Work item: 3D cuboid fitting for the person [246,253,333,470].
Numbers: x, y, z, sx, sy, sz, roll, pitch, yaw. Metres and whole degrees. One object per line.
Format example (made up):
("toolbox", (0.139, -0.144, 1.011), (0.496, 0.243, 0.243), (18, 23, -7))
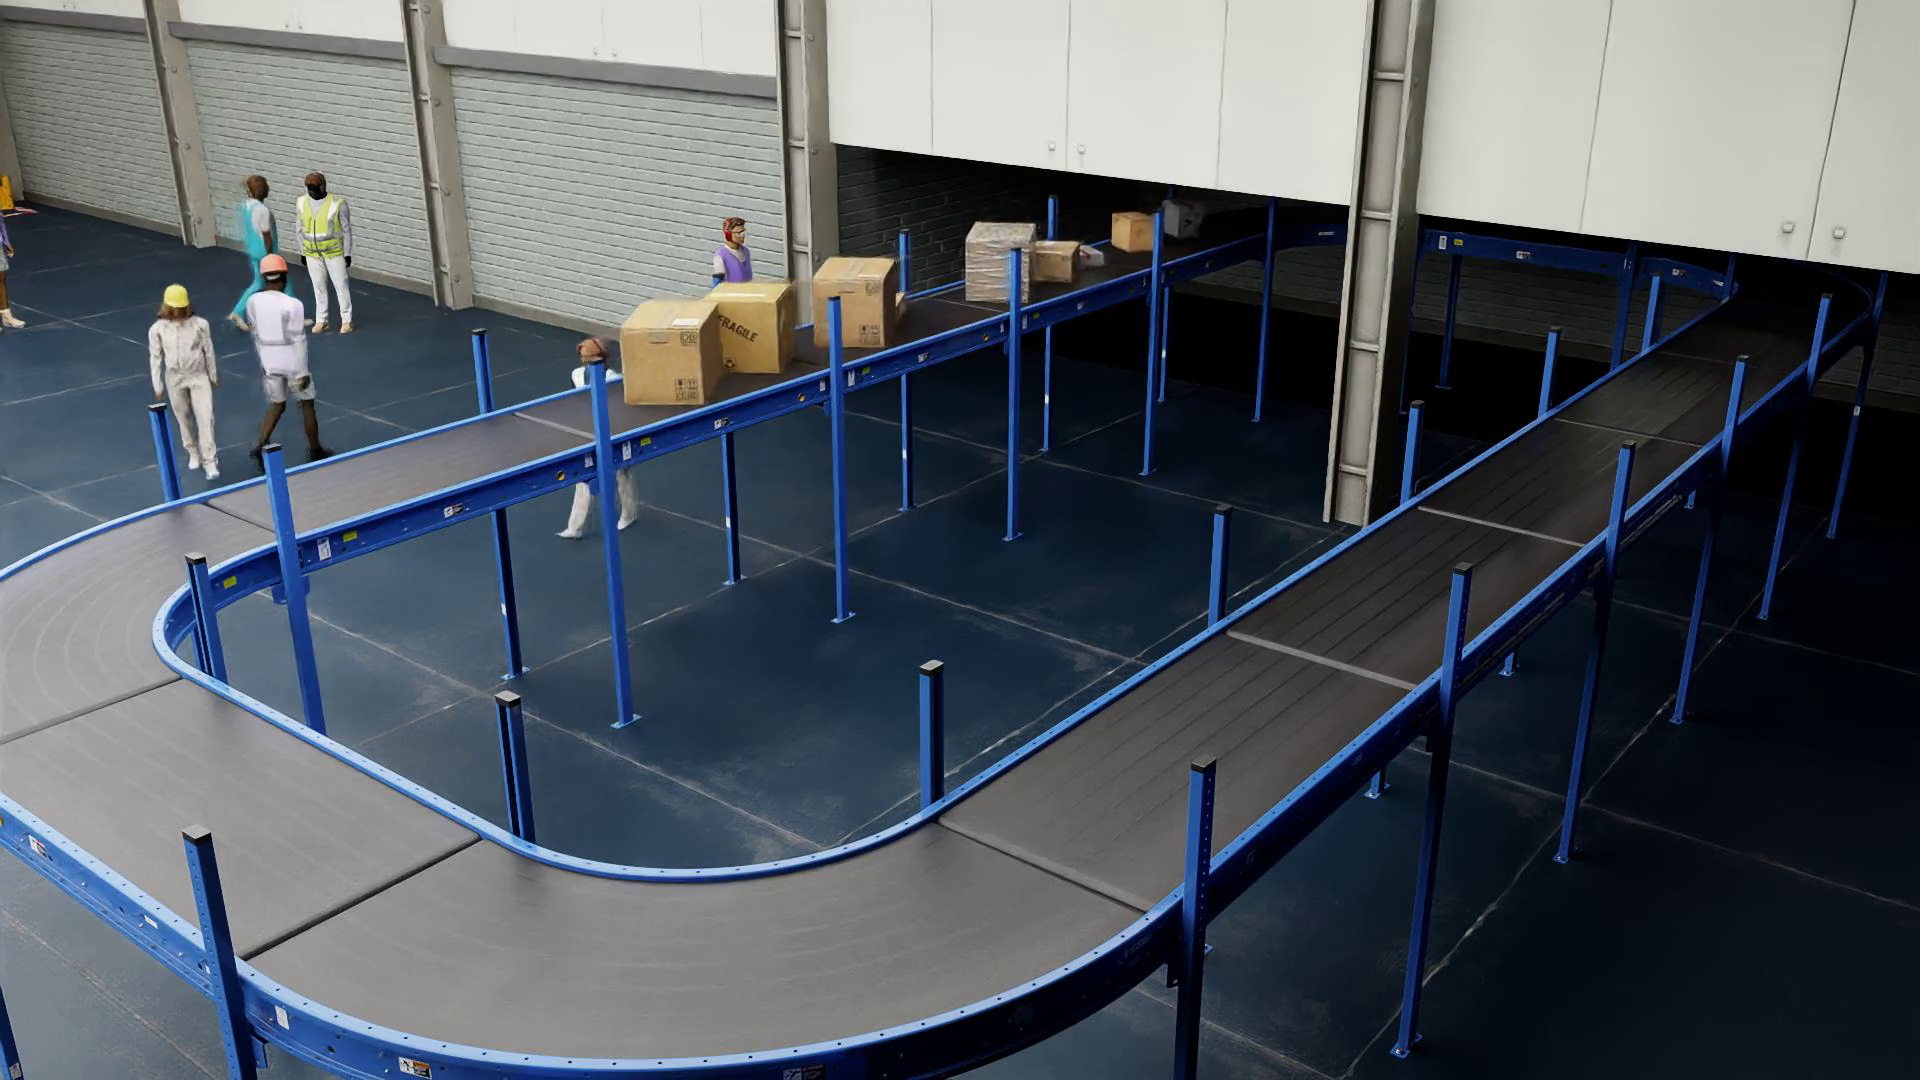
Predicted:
("person", (-5.912, -1.504, 14.417), (0.558, 1.902, 0.724), (4, 22, 10))

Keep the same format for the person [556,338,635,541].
("person", (-2.837, -0.763, 12.925), (0.545, 1.595, 0.824), (10, 24, 25))

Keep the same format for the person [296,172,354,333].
("person", (-7.256, -3.276, 19.010), (0.621, 1.837, 0.429), (1, 22, 3))

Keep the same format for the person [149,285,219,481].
("person", (-6.655, -1.347, 14.303), (0.520, 1.681, 0.925), (-10, 23, -23))

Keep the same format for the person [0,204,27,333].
("person", (-11.151, -3.401, 19.040), (0.361, 2.047, 0.612), (9, 23, 21))

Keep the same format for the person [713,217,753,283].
("person", (-2.223, -2.274, 16.447), (0.389, 1.846, 0.566), (7, 23, 18))

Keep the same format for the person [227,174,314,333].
("person", (-8.000, -3.263, 19.017), (0.517, 1.817, 0.899), (17, 27, 37))
